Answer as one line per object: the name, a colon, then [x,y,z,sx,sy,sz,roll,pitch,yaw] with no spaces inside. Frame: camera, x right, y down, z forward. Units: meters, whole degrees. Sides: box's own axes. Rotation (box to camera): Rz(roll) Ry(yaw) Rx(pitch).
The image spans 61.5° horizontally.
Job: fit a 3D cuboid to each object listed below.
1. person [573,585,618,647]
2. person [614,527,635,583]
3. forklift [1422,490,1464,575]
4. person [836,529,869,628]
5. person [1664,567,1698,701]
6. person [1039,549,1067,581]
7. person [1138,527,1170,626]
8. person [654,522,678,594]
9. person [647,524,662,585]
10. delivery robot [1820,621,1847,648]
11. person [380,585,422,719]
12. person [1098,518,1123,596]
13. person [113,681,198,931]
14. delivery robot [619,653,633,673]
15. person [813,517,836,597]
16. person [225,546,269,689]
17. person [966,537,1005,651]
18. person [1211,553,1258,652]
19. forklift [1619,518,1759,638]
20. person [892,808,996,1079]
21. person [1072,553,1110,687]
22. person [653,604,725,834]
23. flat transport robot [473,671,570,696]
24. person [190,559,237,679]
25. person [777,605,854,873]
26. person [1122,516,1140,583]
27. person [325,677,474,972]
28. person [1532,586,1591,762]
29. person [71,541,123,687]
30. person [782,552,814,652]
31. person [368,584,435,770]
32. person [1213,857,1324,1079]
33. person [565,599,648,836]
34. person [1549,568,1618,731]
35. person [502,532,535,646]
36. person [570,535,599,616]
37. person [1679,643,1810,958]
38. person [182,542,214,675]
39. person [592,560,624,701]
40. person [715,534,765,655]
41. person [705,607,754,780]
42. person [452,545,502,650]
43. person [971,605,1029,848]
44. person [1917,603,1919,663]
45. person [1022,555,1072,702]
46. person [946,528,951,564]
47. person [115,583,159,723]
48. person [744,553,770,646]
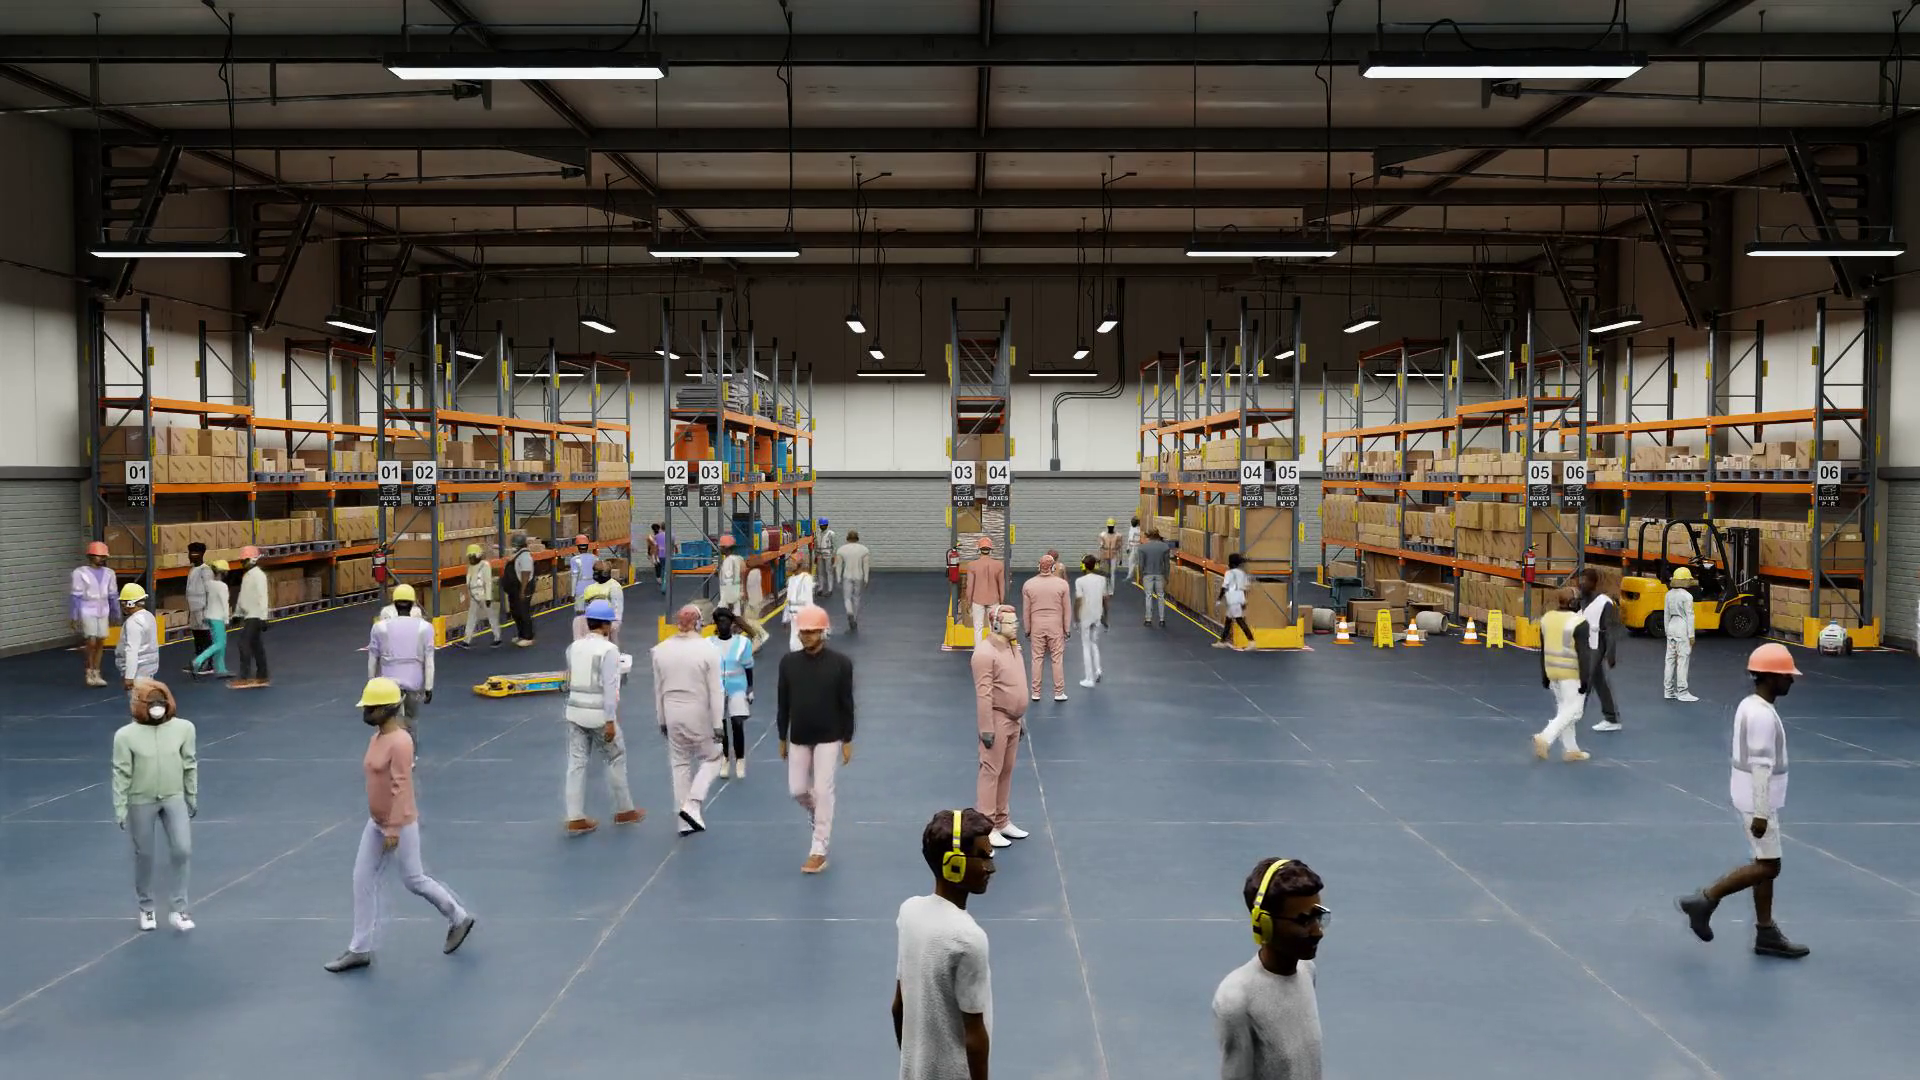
person: [-4.074,1.362,17.917,0.552,1.718,0.880,-1,3,-33]
person: [-9.325,0.225,44.517,0.865,1.903,0.636,0,2,10]
forklift: [13.926,-0.371,47.846,1.873,2.768,1.129,0,2,0]
person: [-2.052,0.750,31.034,0.634,1.921,0.692,0,2,-10]
person: [9.467,1.227,21.197,0.295,1.743,0.493,-1,2,-17]
person: [1.683,0.967,29.282,0.513,1.624,0.376,0,2,1]
person: [3.795,0.716,31.641,0.629,1.939,0.372,0,2,-3]
person: [-7.322,0.448,40.222,0.562,1.793,0.995,0,2,9]
person: [-8.207,0.370,43.772,0.551,1.660,0.815,-1,2,-21]
delivery robot: [14.379,1.573,26.573,0.477,0.478,0.707,2,3,35]
person: [-6.714,1.348,19.454,0.536,1.625,0.370,-2,3,-39]
person: [3.745,0.403,40.038,0.593,1.905,0.855,1,2,13]
person: [-5.155,1.722,10.394,0.516,1.612,0.643,-2,3,-38]
delivery robot: [-4.964,1.729,22.645,0.707,0.478,0.477,-2,3,-37]
person: [-3.295,0.412,39.271,0.602,1.940,0.402,1,3,30]
person: [-9.923,1.070,22.340,0.741,1.972,0.629,-2,3,-39]
person: [0.386,0.954,24.938,0.626,1.992,0.387,-1,2,-13]
person: [4.646,1.050,27.068,0.914,1.651,0.537,2,3,36]
forklift: [13.417,0.684,29.791,2.313,2.155,1.214,0,2,0]
person: [-0.031,1.801,5.241,0.334,1.865,0.517,-1,3,-31]
person: [1.818,1.117,22.614,0.562,1.854,0.418,-1,3,-27]
person: [-2.193,1.466,13.250,0.671,1.891,0.425,1,2,22]
flat transport robot: [-5.796,1.943,21.938,1.431,0.197,0.652,-2,3,-38]
person: [-10.782,1.148,23.274,0.568,1.733,0.642,2,3,41]
person: [-1.067,1.465,12.205,0.615,1.981,0.657,1,2,16]
person: [4.891,0.247,44.563,0.756,1.848,0.614,-1,2,-15]
person: [-3.374,1.683,9.765,0.825,1.736,0.521,-2,3,-44]
person: [6.155,1.379,16.506,0.759,1.822,0.632,-1,2,-21]
person: [-11.935,1.034,22.420,0.571,2.029,0.648,1,3,28]
person: [-2.292,1.110,22.492,0.464,1.873,0.620,-1,3,-32]
person: [-5.444,1.376,15.729,0.613,1.876,0.966,-1,2,-24]
person: [0.897,1.825,4.593,0.310,1.868,0.533,2,3,37]
person: [-2.942,1.447,13.395,0.640,1.916,0.796,2,3,35]
person: [7.157,1.266,18.563,0.978,1.867,0.611,0,2,-11]
person: [-7.619,0.837,27.859,0.550,2.000,0.710,-2,3,-35]
person: [-6.420,0.881,27.552,0.545,1.933,0.376,-2,3,-43]
person: [4.844,1.586,9.921,0.645,1.923,0.559,1,2,21]
person: [-11.315,1.005,24.009,0.607,1.966,0.367,2,3,40]
person: [-4.643,1.185,21.063,0.428,1.840,0.631,-2,3,-41]
person: [-3.682,0.901,26.256,0.997,2.015,0.617,0,2,8]
person: [-2.264,1.486,15.566,0.537,1.670,0.677,0,2,-2]
person: [-8.136,0.970,27.334,0.706,1.771,0.939,2,3,38]
person: [0.348,1.472,12.964,0.406,1.911,0.639,1,3,26]
person: [11.316,1.262,18.497,0.562,1.883,0.986,0,2,11]
person: [1.144,1.151,21.082,0.643,1.909,0.410,0,2,11]
person: [-0.203,0.307,45.788,0.352,1.619,0.532,1,2,16]
person: [-8.591,1.362,16.853,0.404,1.825,0.598,-1,2,-13]
person: [-3.463,1.040,27.386,0.410,1.625,0.498,0,2,10]
